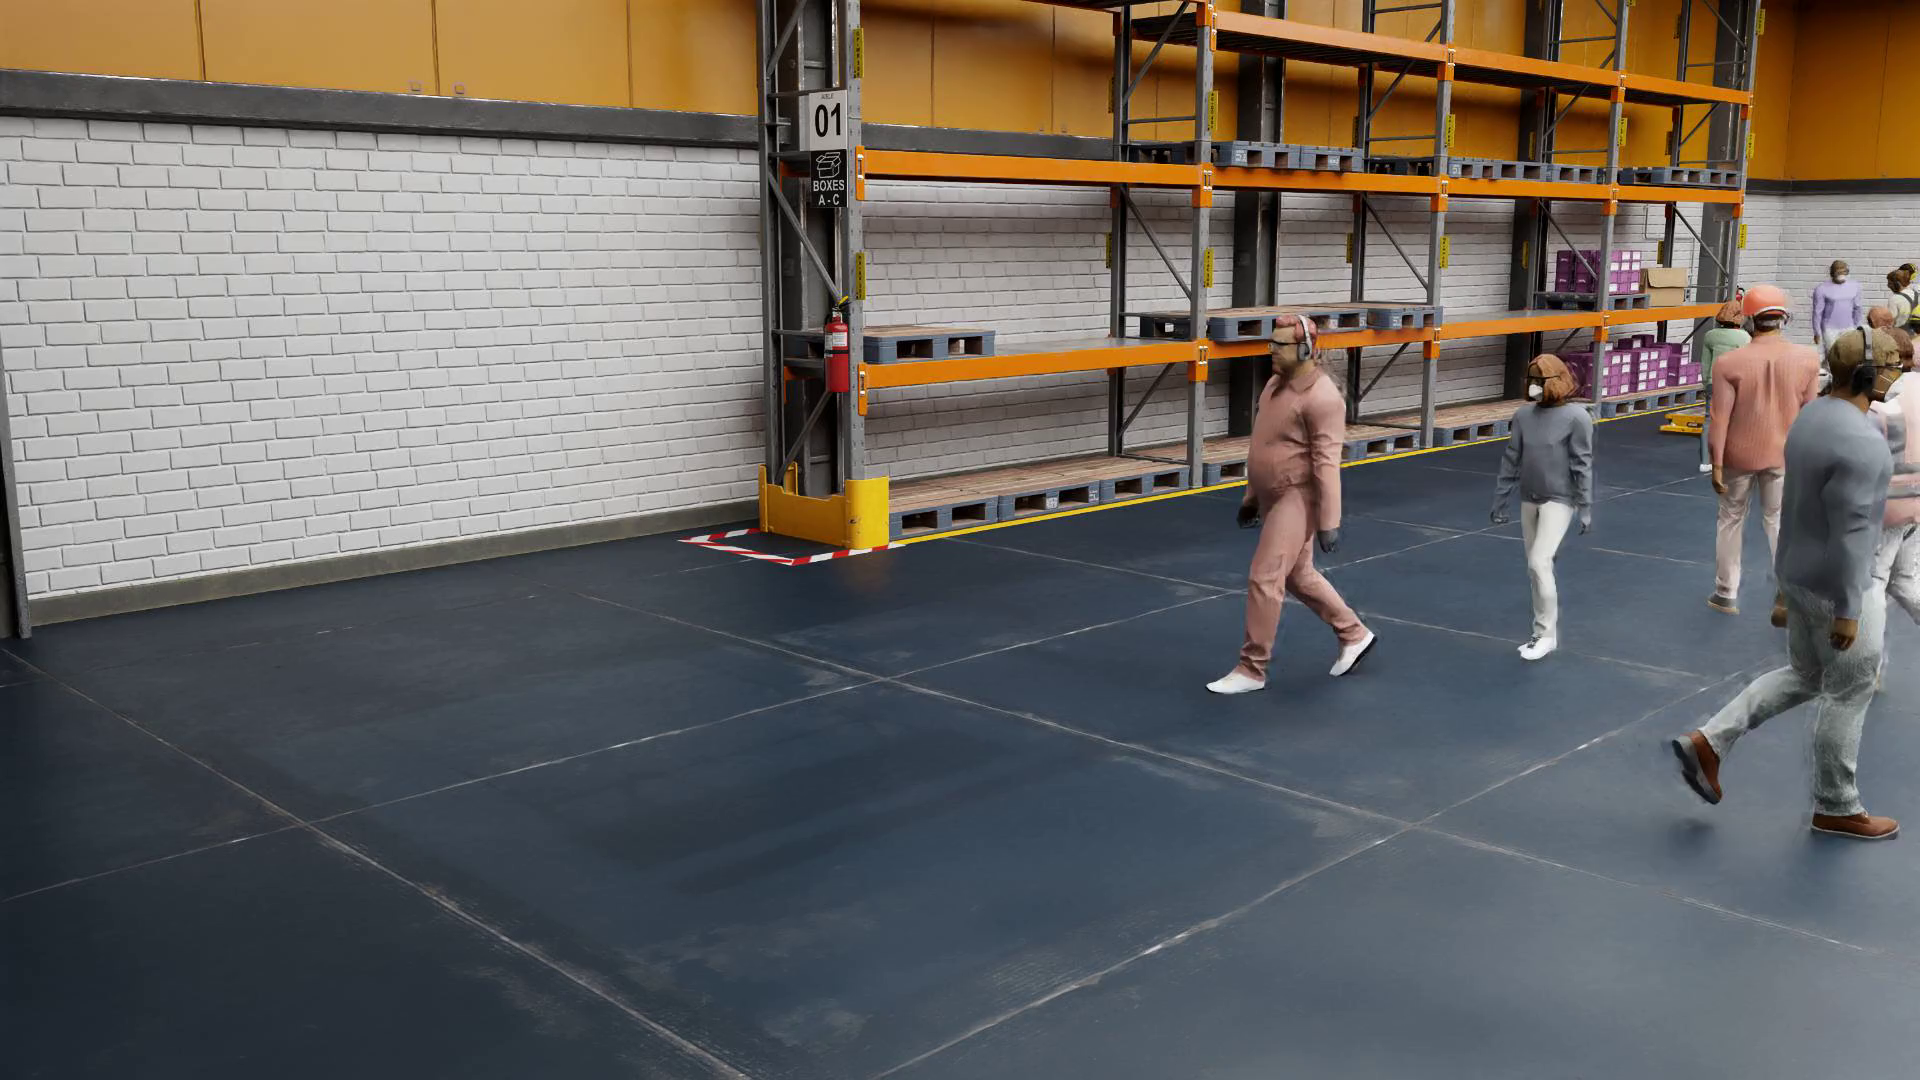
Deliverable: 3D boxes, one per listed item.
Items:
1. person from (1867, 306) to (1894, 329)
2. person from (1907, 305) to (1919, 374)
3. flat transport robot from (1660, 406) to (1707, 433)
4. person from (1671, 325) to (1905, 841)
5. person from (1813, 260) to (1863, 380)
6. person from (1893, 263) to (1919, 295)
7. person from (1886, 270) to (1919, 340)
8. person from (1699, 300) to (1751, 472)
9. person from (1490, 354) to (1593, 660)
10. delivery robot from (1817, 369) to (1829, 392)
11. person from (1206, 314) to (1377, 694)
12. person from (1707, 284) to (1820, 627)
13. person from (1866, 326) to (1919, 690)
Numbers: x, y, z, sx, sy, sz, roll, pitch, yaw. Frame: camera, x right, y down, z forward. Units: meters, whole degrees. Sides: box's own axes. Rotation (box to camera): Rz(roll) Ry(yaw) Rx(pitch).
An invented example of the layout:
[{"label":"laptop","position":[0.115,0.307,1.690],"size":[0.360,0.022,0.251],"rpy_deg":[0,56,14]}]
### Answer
[{"label":"person","position":[8.307,-1.313,15.098],"size":[0.520,1.590,0.852],"rpy_deg":[6,12,28]},{"label":"person","position":[7.191,-0.911,12.505],"size":[0.569,1.746,0.559],"rpy_deg":[-6,12,-31]},{"label":"flat transport robot","position":[8.620,-1.372,19.054],"size":[0.652,0.197,1.431],"rpy_deg":[10,14,42]},{"label":"person","position":[3.133,0.166,6.159],"size":[0.707,1.923,0.633],"rpy_deg":[1,10,7]},{"label":"person","position":[11.952,-2.867,22.723],"size":[0.660,1.916,0.498],"rpy_deg":[1,10,4]},{"label":"person","position":[13.178,-2.951,23.358],"size":[0.617,1.843,0.635],"rpy_deg":[0,10,-2]},{"label":"person","position":[11.838,-2.476,20.880],"size":[0.602,1.806,0.482],"rpy_deg":[-4,11,-21]},{"label":"person","position":[7.219,-1.435,15.681],"size":[0.279,1.633,0.505],"rpy_deg":[-6,12,-29]},{"label":"person","position":[3.041,-0.170,8.811],"size":[0.538,1.614,0.539],"rpy_deg":[-5,12,-27]},{"label":"delivery robot","position":[11.631,-2.280,22.974],"size":[0.477,0.478,0.707],"rpy_deg":[-3,11,-16]},{"label":"person","position":[1.688,-0.186,8.232],"size":[0.922,1.870,0.639],"rpy_deg":[-2,11,-9]},{"label":"person","position":[4.635,-0.487,9.601],"size":[0.615,1.965,0.844],"rpy_deg":[2,11,10]},{"label":"person","position":[4.556,-0.115,8.018],"size":[0.645,1.811,0.651],"rpy_deg":[-4,11,-21]}]
